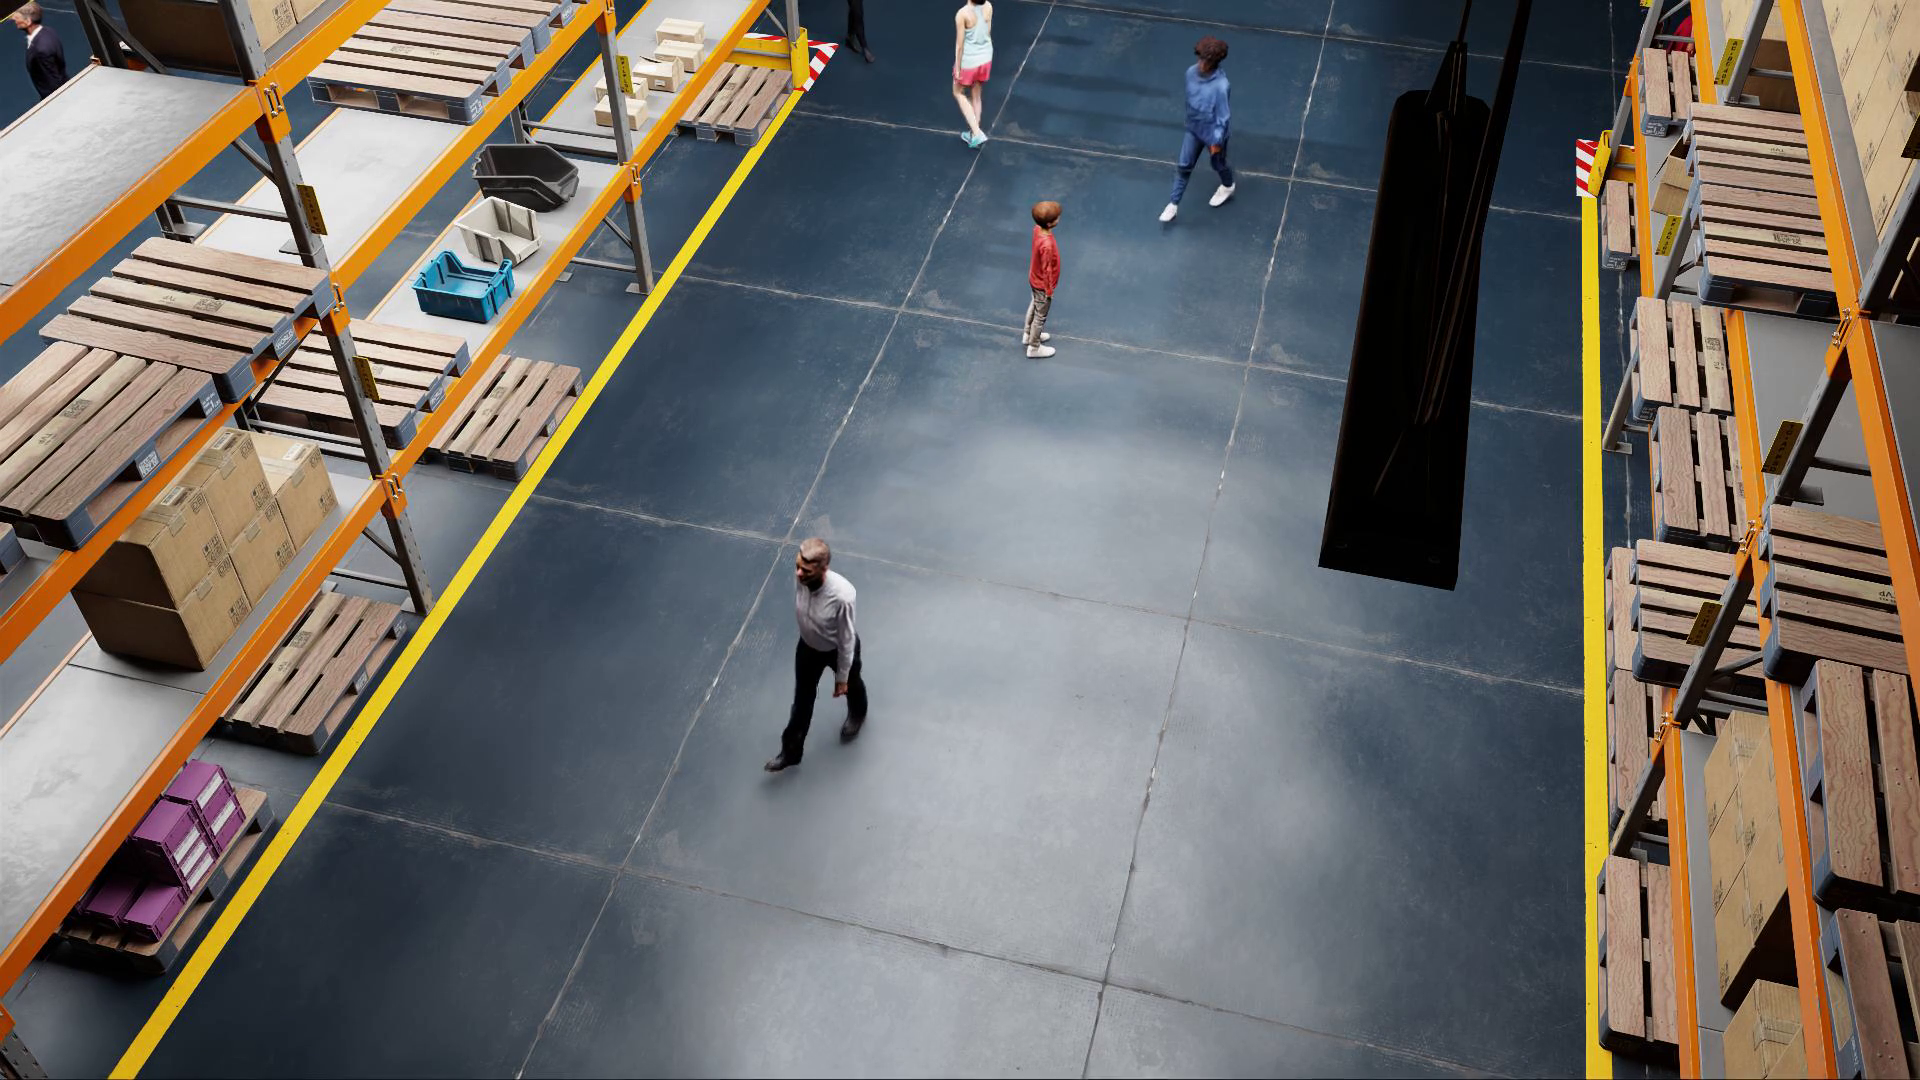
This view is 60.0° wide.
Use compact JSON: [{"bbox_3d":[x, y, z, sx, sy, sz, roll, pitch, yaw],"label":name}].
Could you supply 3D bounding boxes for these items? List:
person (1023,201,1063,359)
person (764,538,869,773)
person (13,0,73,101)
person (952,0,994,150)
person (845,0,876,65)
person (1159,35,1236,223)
[{"bbox_3d":[0.659,-2.116,13.449,0.649,1.413,0.538,-7,44,-7],"label":"person"},{"bbox_3d":[-0.752,0.623,10.307,0.910,1.781,1.175,25,49,24],"label":"person"},{"bbox_3d":[-8.230,-4.085,15.224,0.832,1.816,0.743,-16,46,-16],"label":"person"},{"bbox_3d":[0.175,-4.450,15.652,0.822,1.752,0.881,-23,48,-22],"label":"person"},{"bbox_3d":[-1.136,-5.819,17.170,0.888,1.640,0.915,-27,50,-26],"label":"person"},{"bbox_3d":[2.261,-3.713,14.865,1.284,1.770,1.074,-31,51,-28],"label":"person"}]
